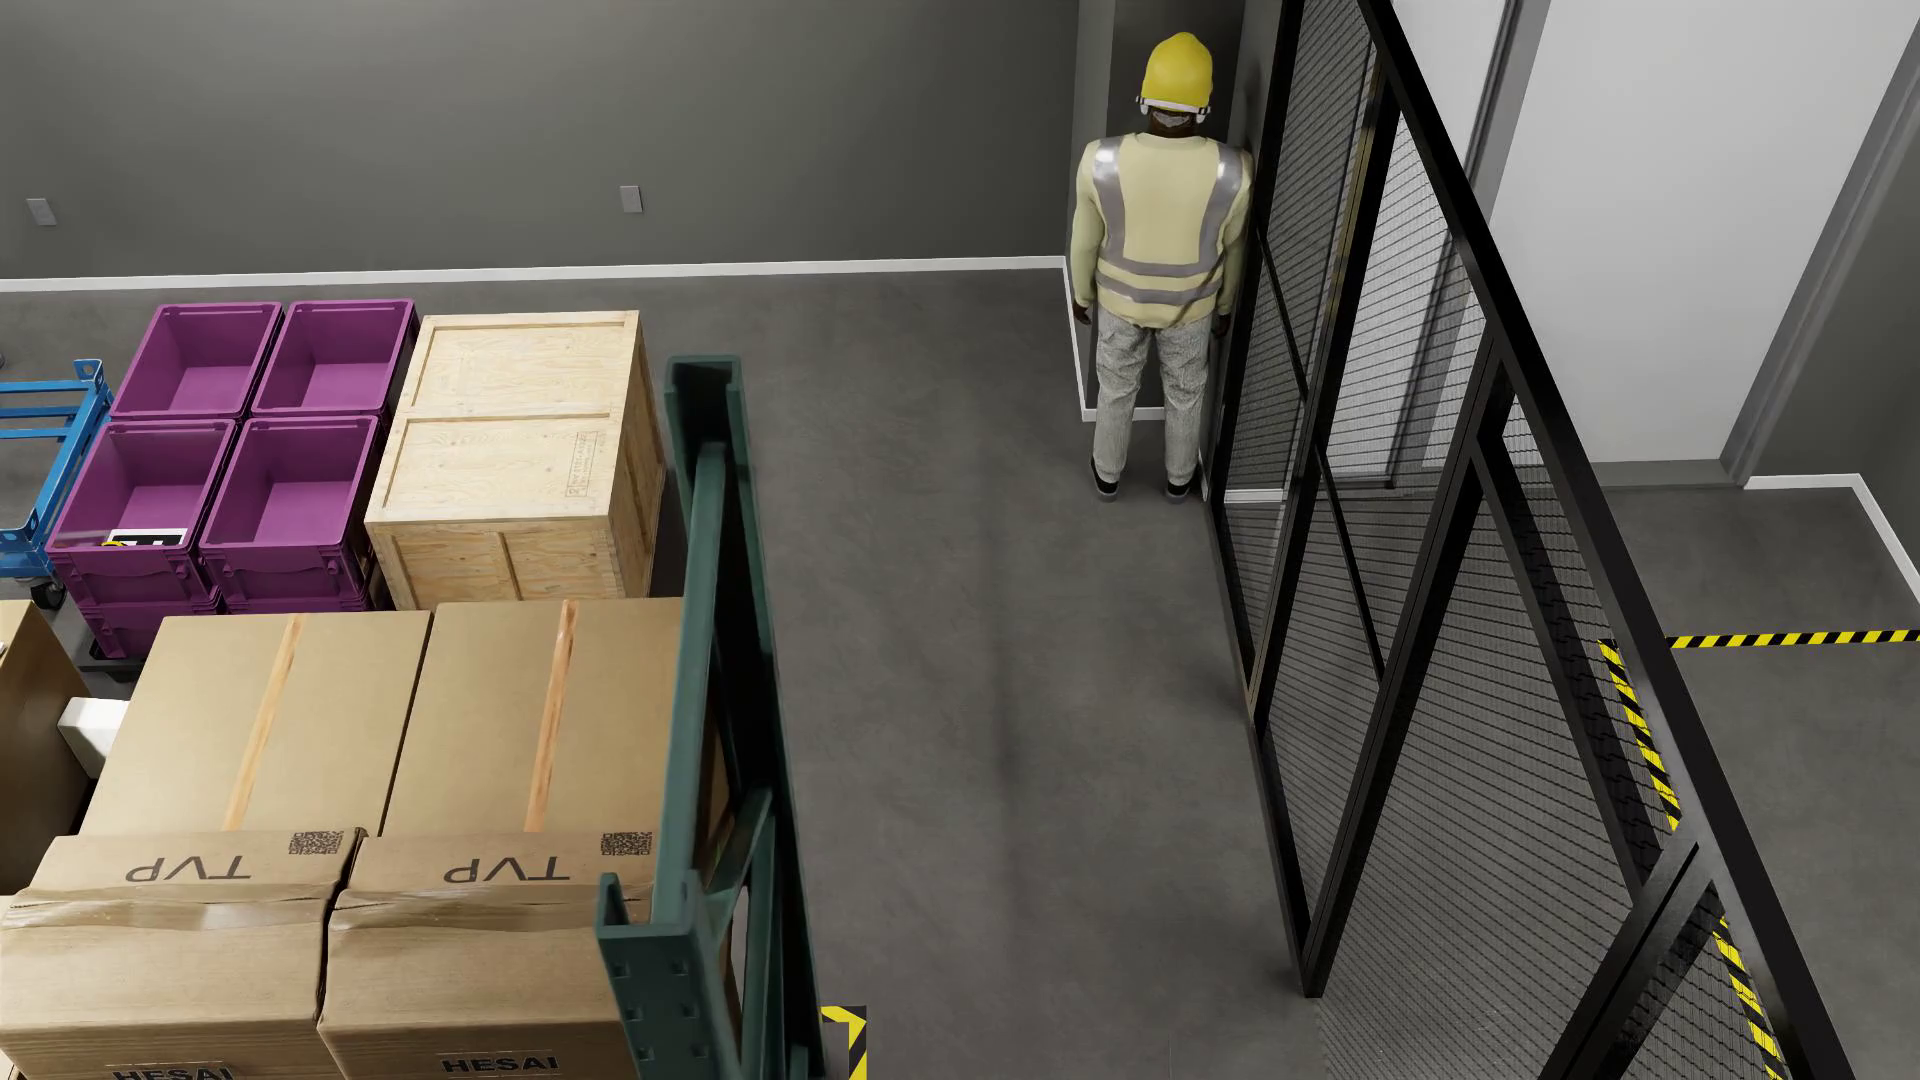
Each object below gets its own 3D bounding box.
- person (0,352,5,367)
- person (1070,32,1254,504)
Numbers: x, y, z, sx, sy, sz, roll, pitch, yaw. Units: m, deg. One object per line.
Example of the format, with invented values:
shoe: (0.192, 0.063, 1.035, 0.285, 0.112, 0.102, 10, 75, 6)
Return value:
person: (-4.036, -1.276, 5.974, 0.374, 1.941, 0.627, -2, 46, -2)
person: (0.666, -0.860, 5.649, 0.591, 1.834, 0.404, 5, 47, 5)
